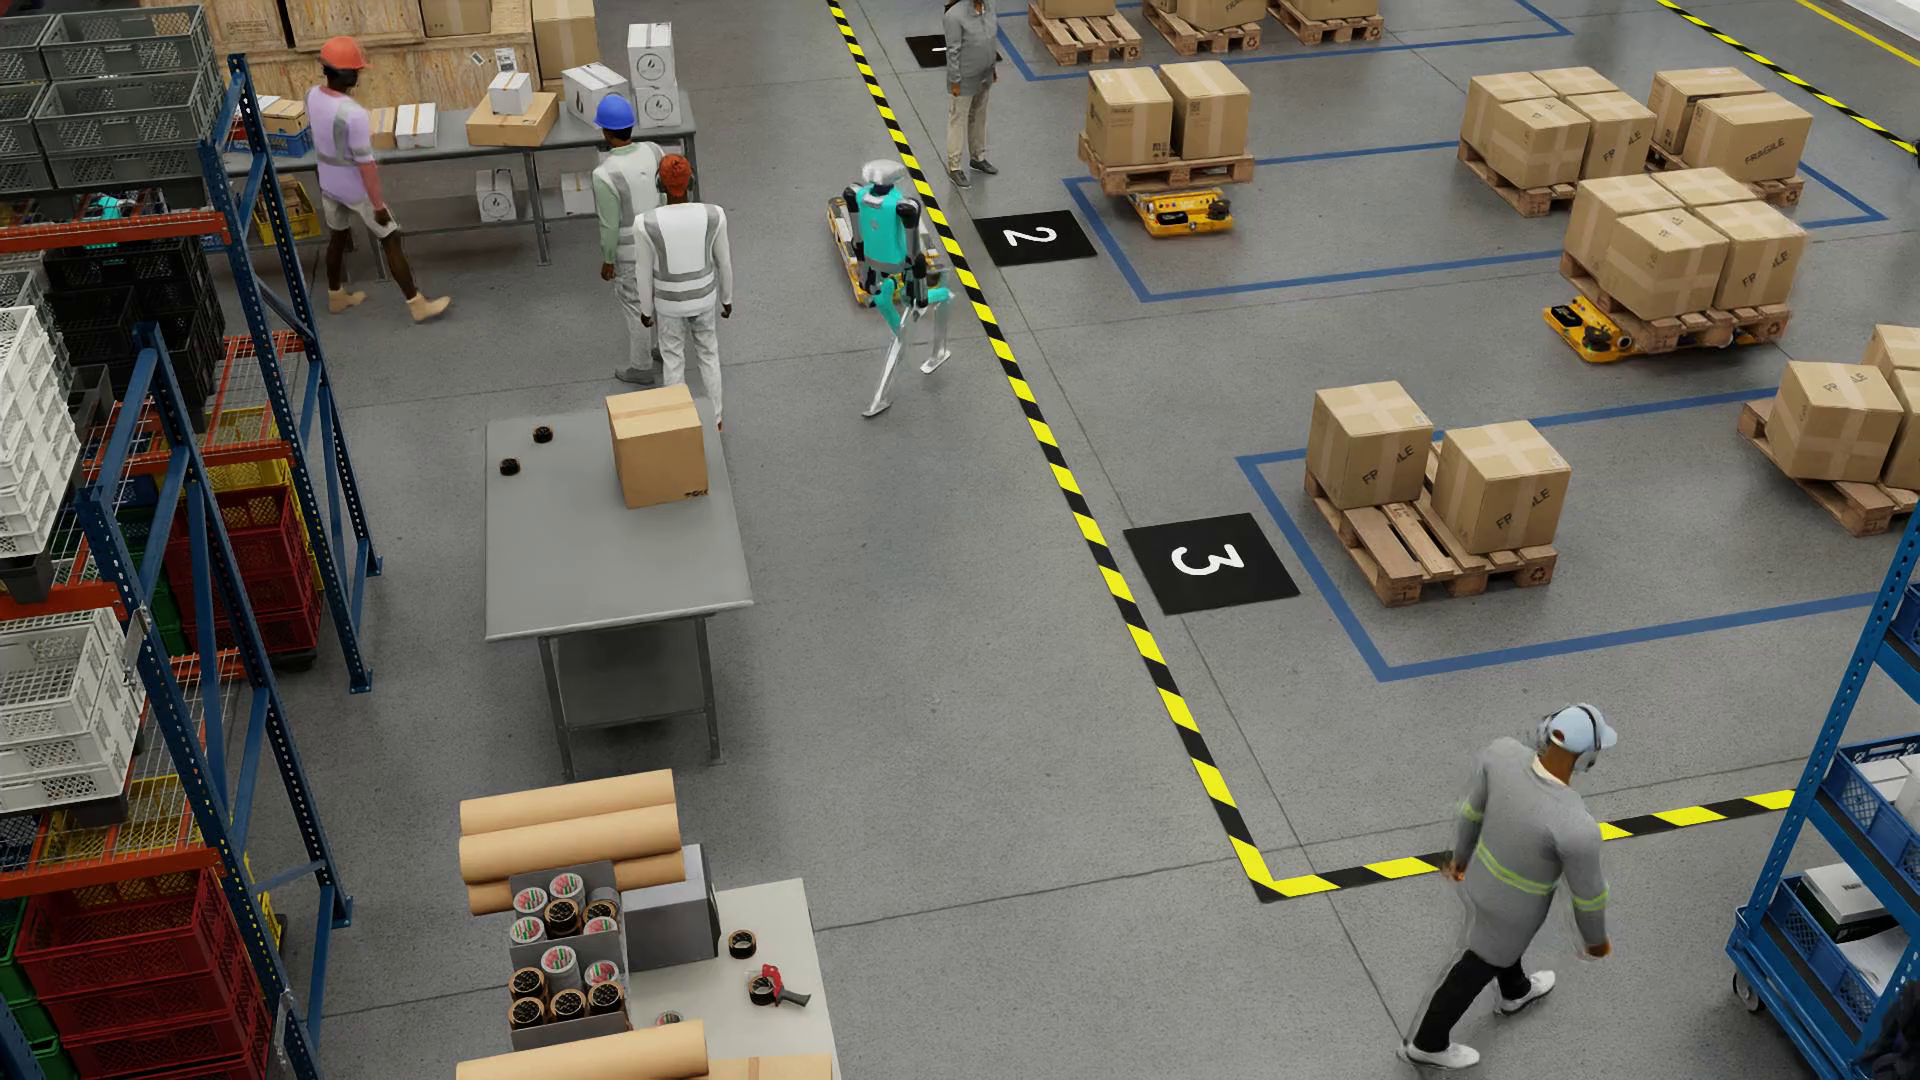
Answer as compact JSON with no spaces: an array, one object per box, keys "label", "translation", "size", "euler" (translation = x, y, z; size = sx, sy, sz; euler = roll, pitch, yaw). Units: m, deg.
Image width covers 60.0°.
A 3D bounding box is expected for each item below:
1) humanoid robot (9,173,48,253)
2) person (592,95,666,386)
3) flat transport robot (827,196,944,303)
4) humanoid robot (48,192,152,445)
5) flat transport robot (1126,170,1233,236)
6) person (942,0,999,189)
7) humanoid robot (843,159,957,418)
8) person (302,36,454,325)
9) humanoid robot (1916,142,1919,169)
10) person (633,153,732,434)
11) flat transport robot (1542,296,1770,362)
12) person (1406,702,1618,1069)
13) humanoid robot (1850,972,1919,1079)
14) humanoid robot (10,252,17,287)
[{"label":"humanoid robot","translation":[-5.998,-1.982,11.055],"size":[0.609,1.622,0.688],"euler":[16,40,21]},{"label":"person","translation":[-2.102,-1.921,10.730],"size":[0.386,1.947,0.612],"euler":[19,41,24]},{"label":"flat transport robot","translation":[-0.570,-2.220,12.538],"size":[0.659,0.231,1.431],"euler":[-8,37,-10]},{"label":"humanoid robot","translation":[-5.090,-1.311,10.008],"size":[0.531,1.693,0.742],"euler":[-5,37,-6]},{"label":"flat transport robot","translation":[1.646,-2.878,13.398],"size":[0.652,0.197,1.431],"euler":[-8,37,-10]},{"label":"person","translation":[0.079,-3.733,13.313],"size":[0.400,1.769,0.560],"euler":[27,44,31]},{"label":"humanoid robot","translation":[-0.303,-1.681,10.639],"size":[0.534,1.768,1.045],"euler":[22,42,26]},{"label":"person","translation":[-4.083,-2.421,11.375],"size":[0.786,2.000,0.564],"euler":[24,43,29]},{"label":"humanoid robot","translation":[8.156,-3.634,13.264],"size":[0.603,1.646,0.476],"euler":[-15,39,-19]},{"label":"person","translation":[-1.673,-1.465,10.178],"size":[0.583,1.879,0.376],"euler":[-14,39,-18]},{"label":"flat transport robot","translation":[4.895,-1.559,11.626],"size":[1.431,0.197,0.652],"euler":[-8,37,-10]},{"label":"person","translation":[2.222,1.351,6.440],"size":[0.874,1.802,0.620],"euler":[-10,38,-13]},{"label":"humanoid robot","translation":[3.339,1.947,5.811],"size":[0.779,1.644,0.609],"euler":[10,38,14]},{"label":"humanoid robot","translation":[-5.766,-1.289,10.102],"size":[0.373,1.656,0.588],"euler":[-24,43,-29]}]
